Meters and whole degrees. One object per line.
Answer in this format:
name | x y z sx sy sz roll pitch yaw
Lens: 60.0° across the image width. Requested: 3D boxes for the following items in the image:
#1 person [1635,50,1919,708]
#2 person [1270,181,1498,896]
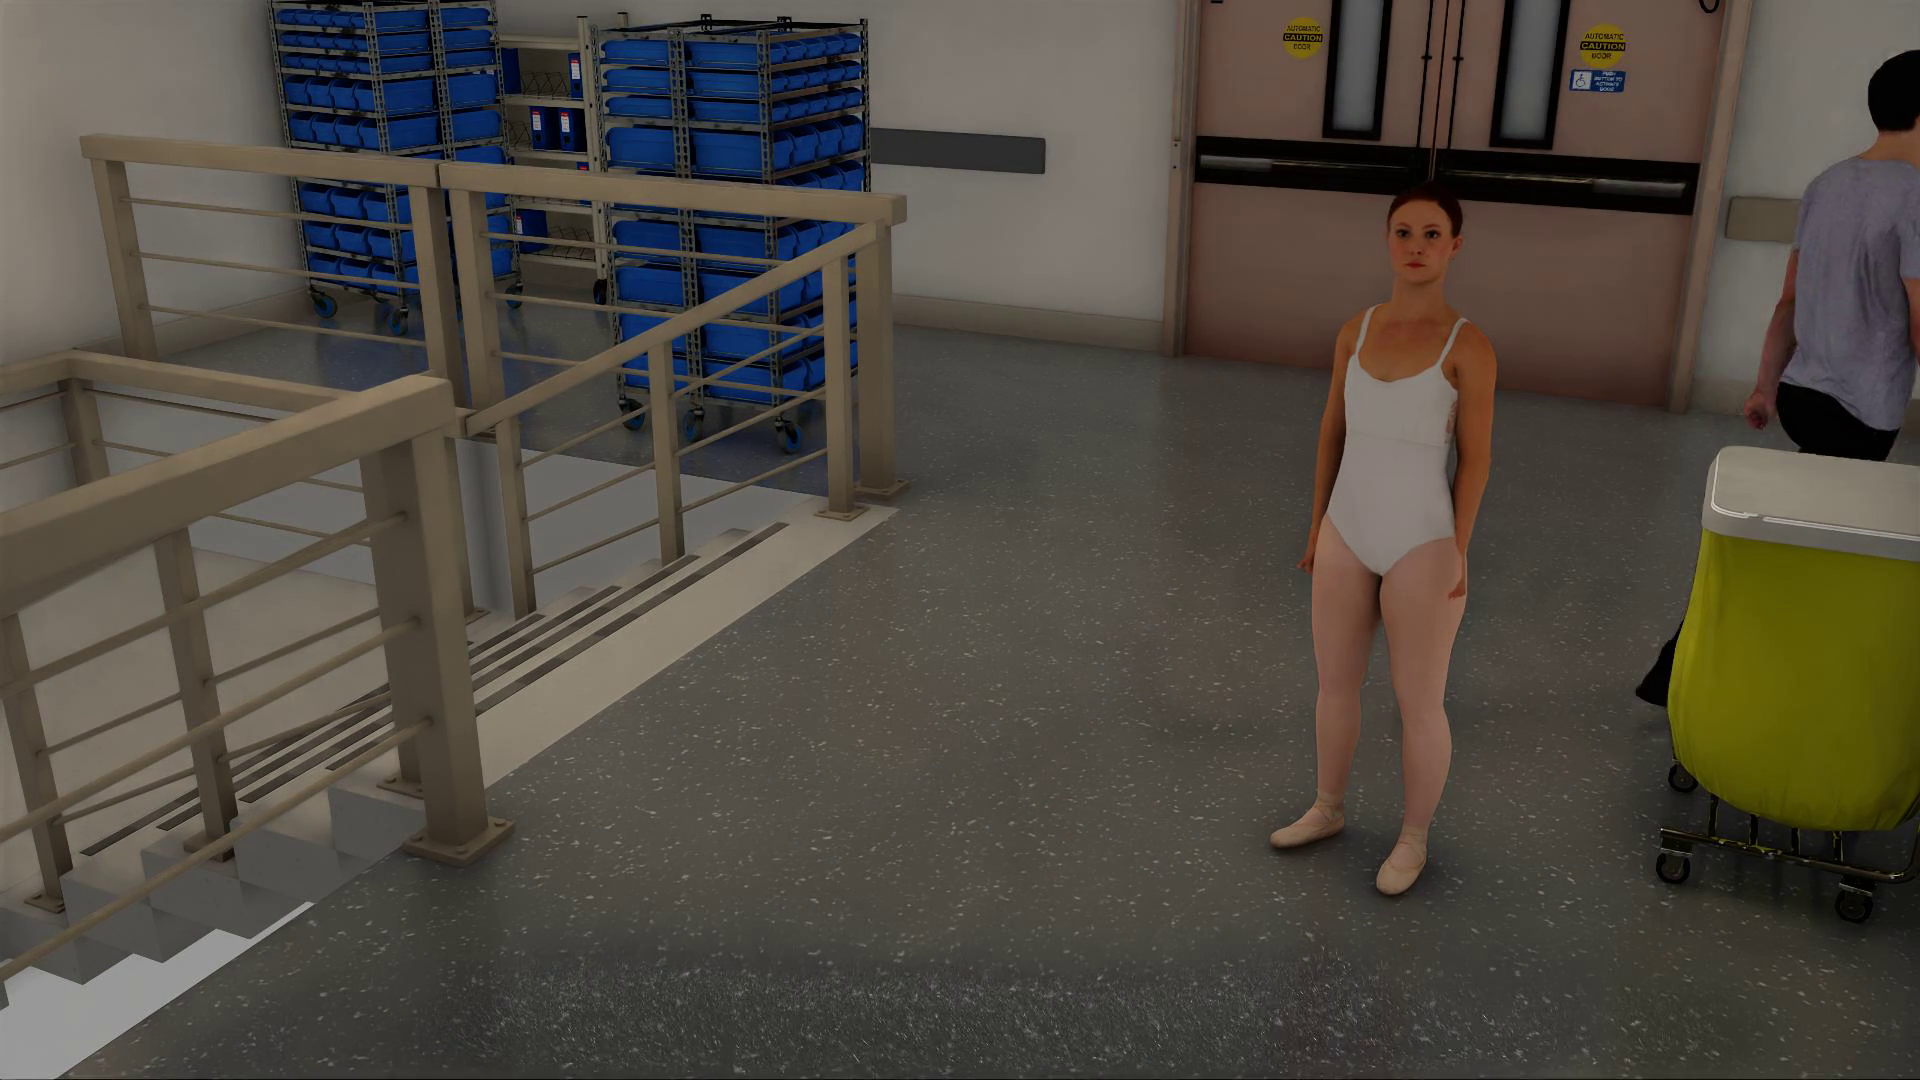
person | 2.263 -0.326 4.451 1.259 1.819 0.965 0 21 0
person | 0.994 0.010 3.812 0.506 1.642 0.664 18 27 40
